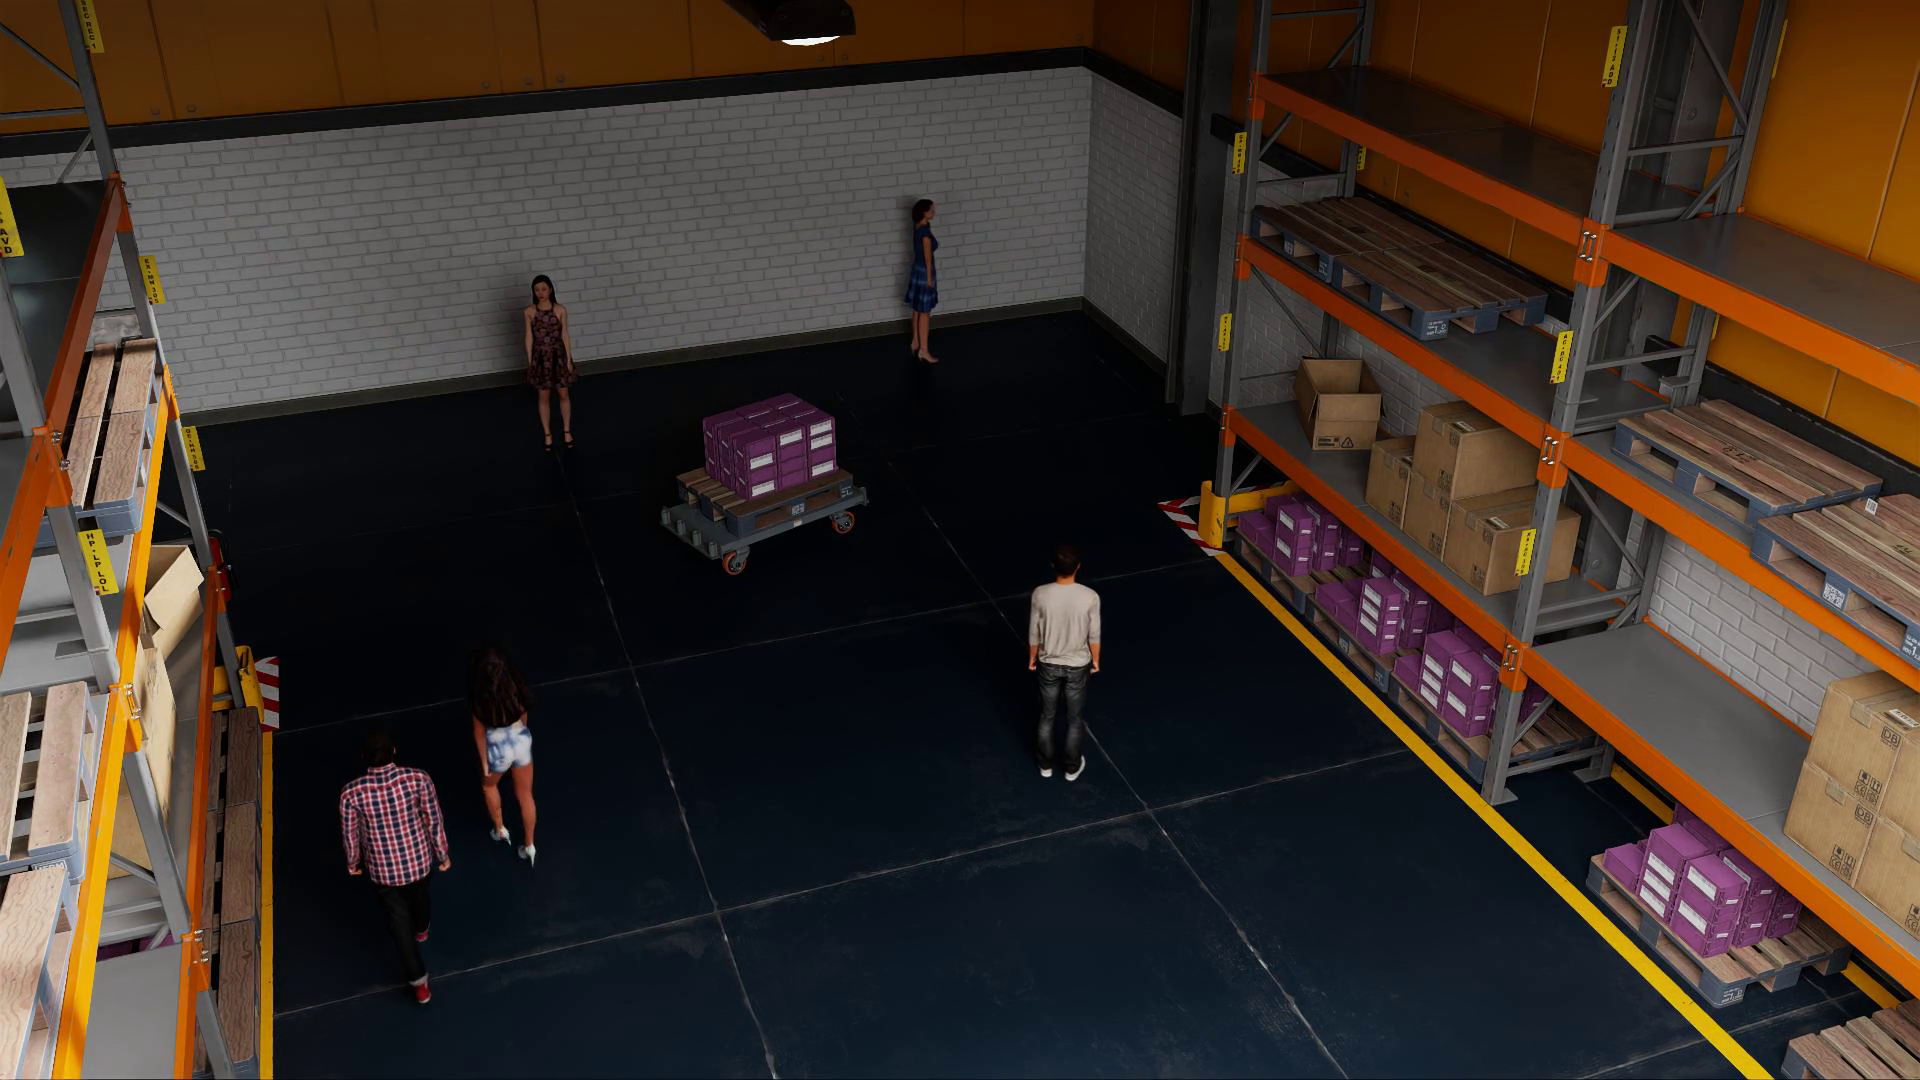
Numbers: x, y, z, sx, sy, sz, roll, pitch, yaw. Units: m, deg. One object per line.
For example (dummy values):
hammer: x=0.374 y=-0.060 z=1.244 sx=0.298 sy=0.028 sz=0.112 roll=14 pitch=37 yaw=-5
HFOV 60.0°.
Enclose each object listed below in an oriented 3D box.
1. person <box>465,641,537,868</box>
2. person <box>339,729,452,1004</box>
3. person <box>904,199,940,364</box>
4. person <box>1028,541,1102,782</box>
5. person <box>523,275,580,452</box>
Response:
person: x=-2.830 y=1.393 z=10.519 sx=0.689 sy=1.607 sz=0.783 roll=-21 pitch=35 yaw=-34
person: x=-3.205 y=1.879 z=9.514 sx=0.792 sy=1.717 sz=1.110 roll=-14 pitch=31 yaw=-23
person: x=-0.384 y=-2.817 z=18.031 sx=0.730 sy=1.805 sz=0.512 roll=-8 pitch=30 yaw=-15
person: x=0.708 y=0.840 z=11.323 sx=0.724 sy=1.810 sz=0.715 roll=4 pitch=29 yaw=8
person: x=-3.943 y=-1.699 z=16.015 sx=0.679 sy=1.773 sz=0.684 roll=-7 pitch=29 yaw=-12
